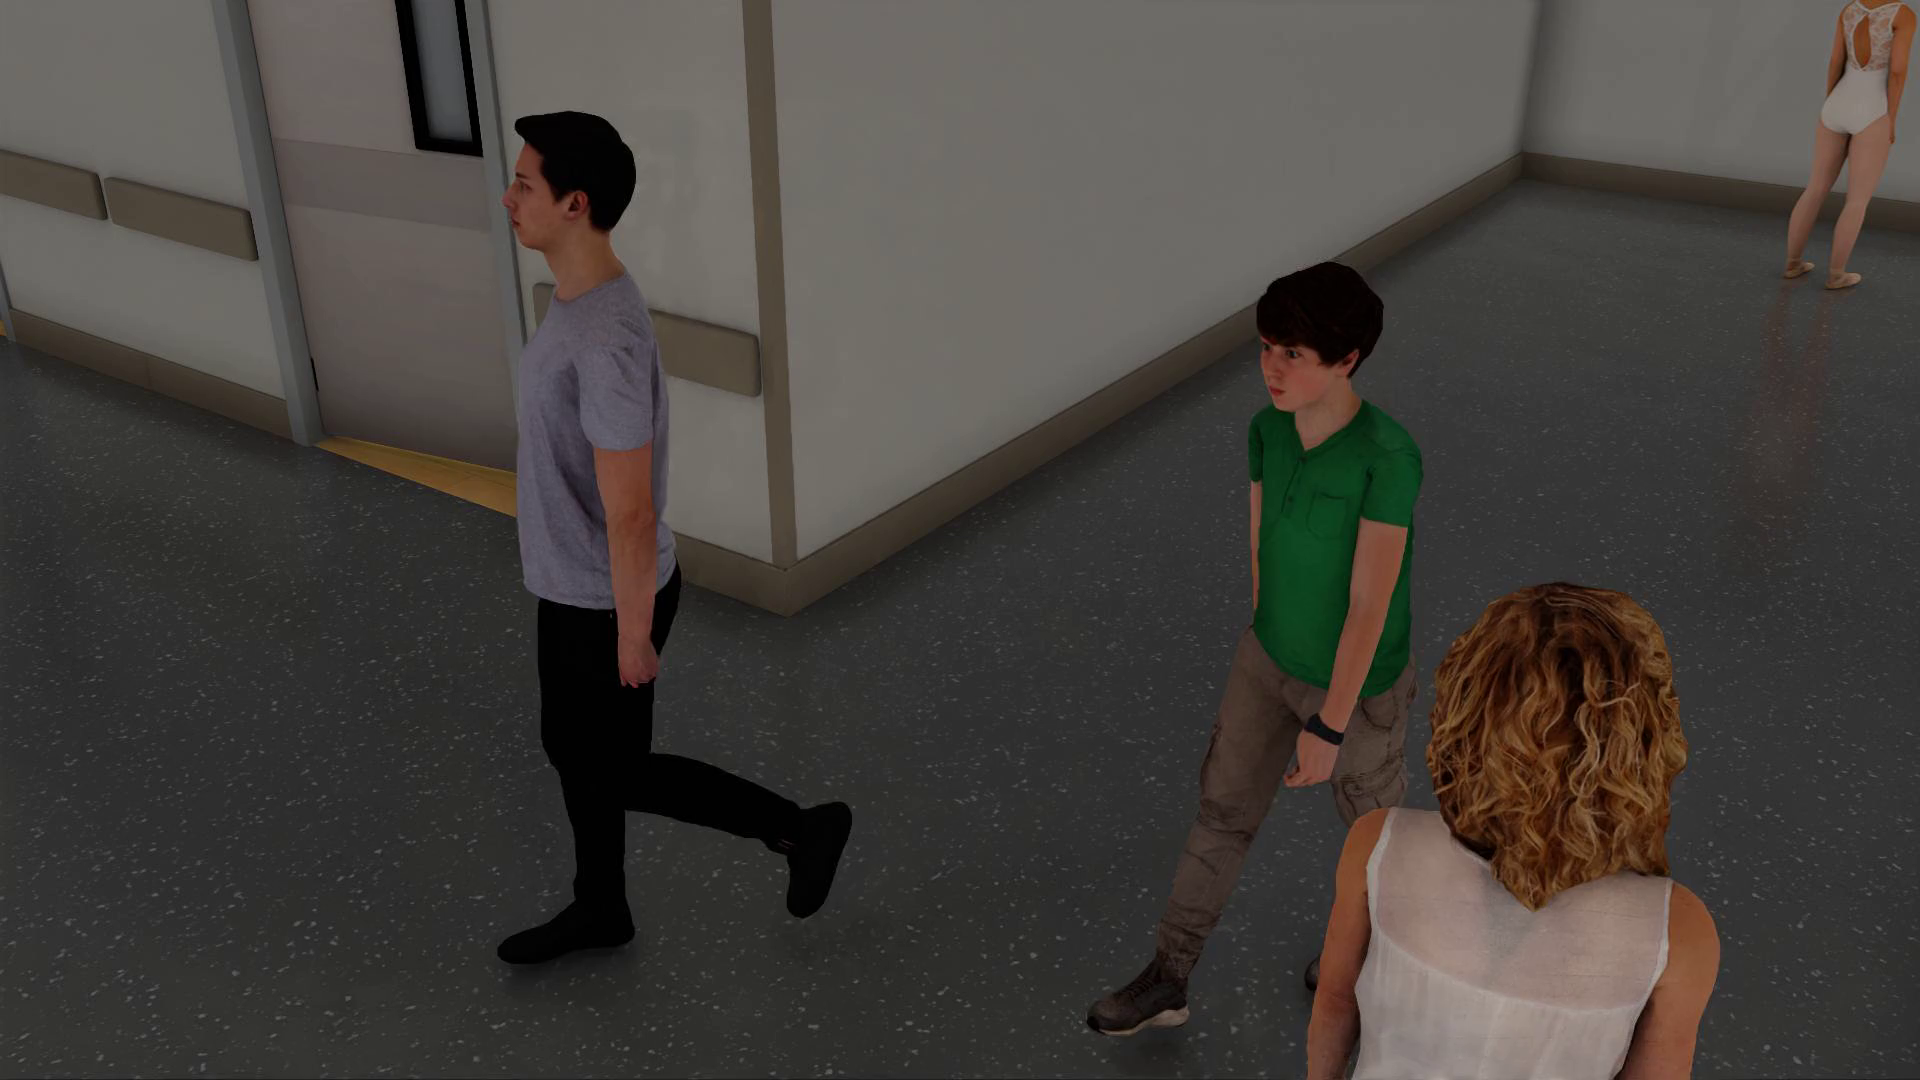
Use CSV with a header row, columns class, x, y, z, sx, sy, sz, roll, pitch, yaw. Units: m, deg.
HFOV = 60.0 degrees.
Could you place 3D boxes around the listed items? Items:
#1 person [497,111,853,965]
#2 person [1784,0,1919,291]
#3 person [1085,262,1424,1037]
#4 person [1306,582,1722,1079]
class,x,y,z,sx,sy,sz,roll,pitch,yaw
person,-0.628,0.084,3.368,1.136,1.846,1.034,-7,27,-14
person,4.312,-2.037,8.000,0.612,1.643,0.603,-12,28,-24
person,0.785,0.242,3.303,1.119,1.617,0.781,-21,33,-36
person,0.575,0.849,2.005,0.683,1.652,0.744,9,27,18
